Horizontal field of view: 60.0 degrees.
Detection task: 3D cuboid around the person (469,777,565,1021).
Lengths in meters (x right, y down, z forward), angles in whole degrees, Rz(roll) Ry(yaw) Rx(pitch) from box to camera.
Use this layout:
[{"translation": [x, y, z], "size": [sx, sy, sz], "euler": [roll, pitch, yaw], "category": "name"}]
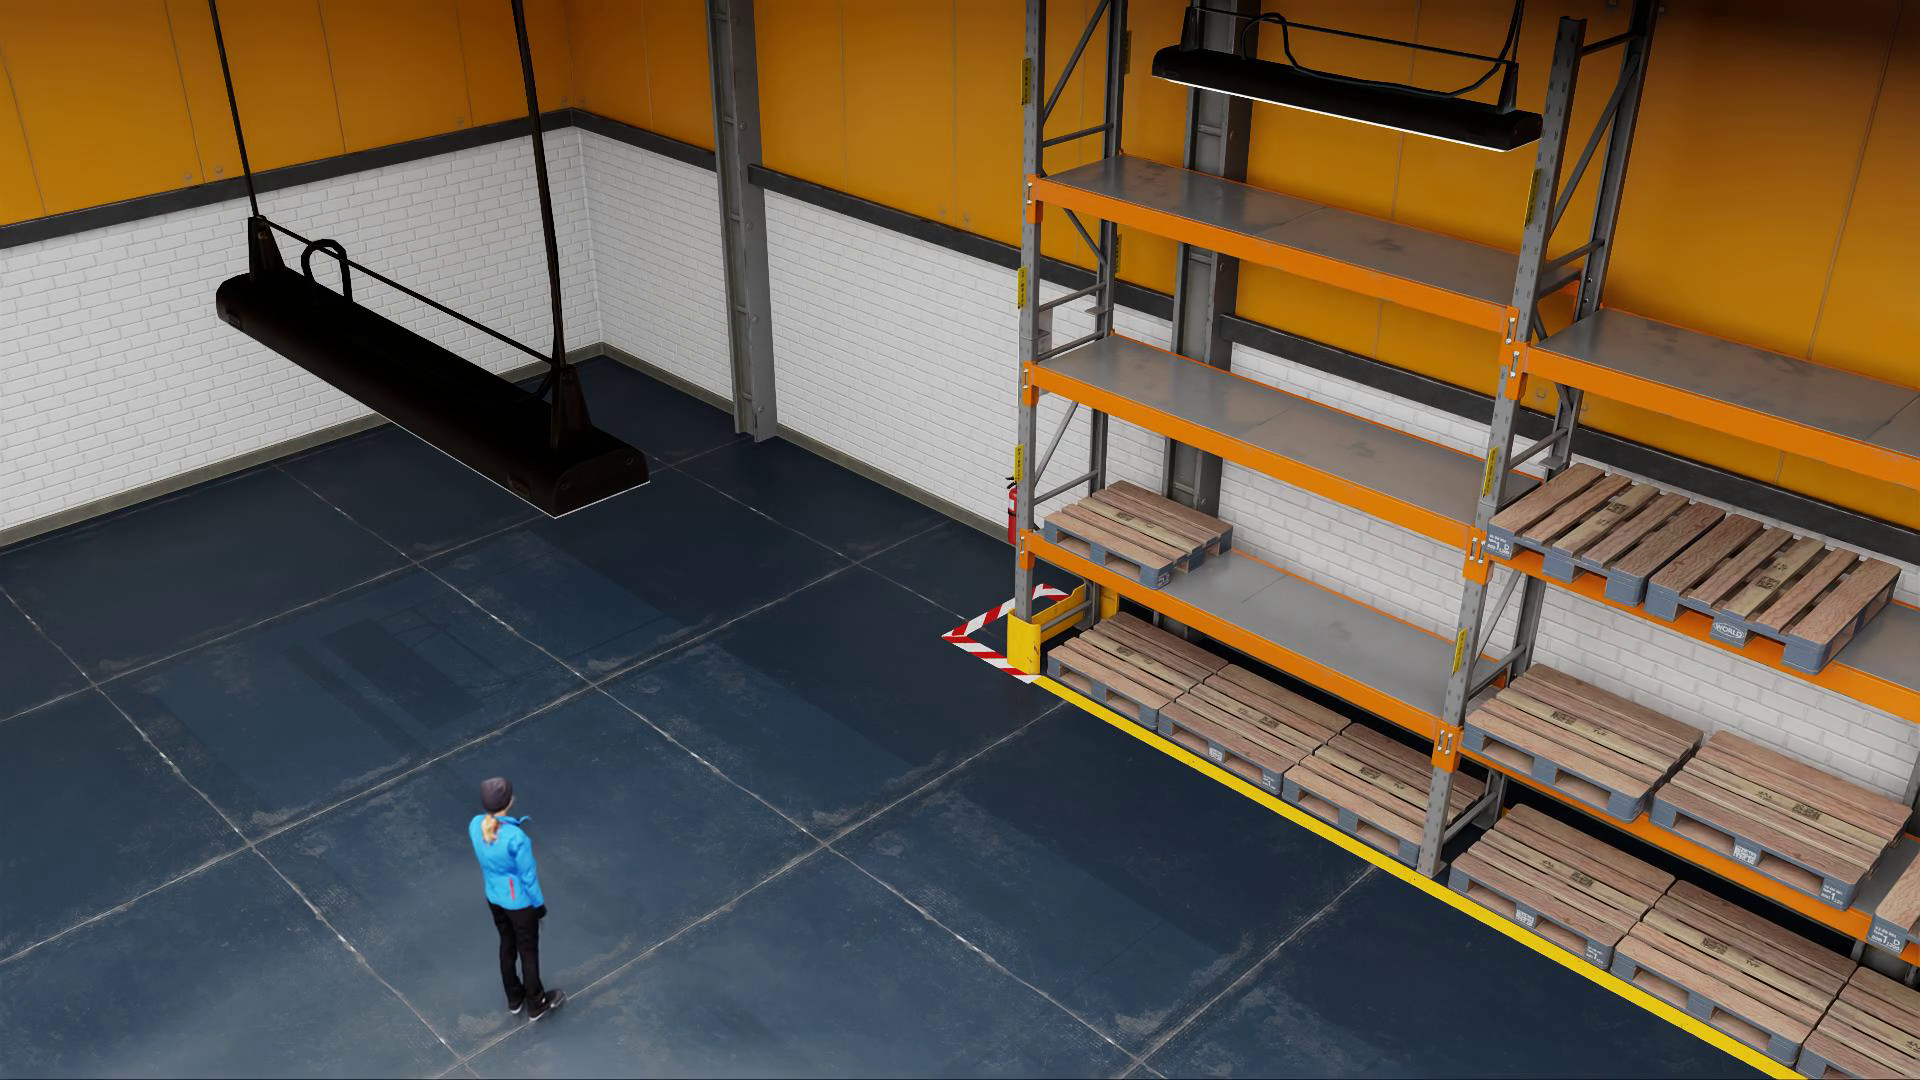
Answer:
[{"translation": [-2.805, 2.249, 10.390], "size": [0.558, 1.803, 0.717], "euler": [17, 33, 28], "category": "person"}]
